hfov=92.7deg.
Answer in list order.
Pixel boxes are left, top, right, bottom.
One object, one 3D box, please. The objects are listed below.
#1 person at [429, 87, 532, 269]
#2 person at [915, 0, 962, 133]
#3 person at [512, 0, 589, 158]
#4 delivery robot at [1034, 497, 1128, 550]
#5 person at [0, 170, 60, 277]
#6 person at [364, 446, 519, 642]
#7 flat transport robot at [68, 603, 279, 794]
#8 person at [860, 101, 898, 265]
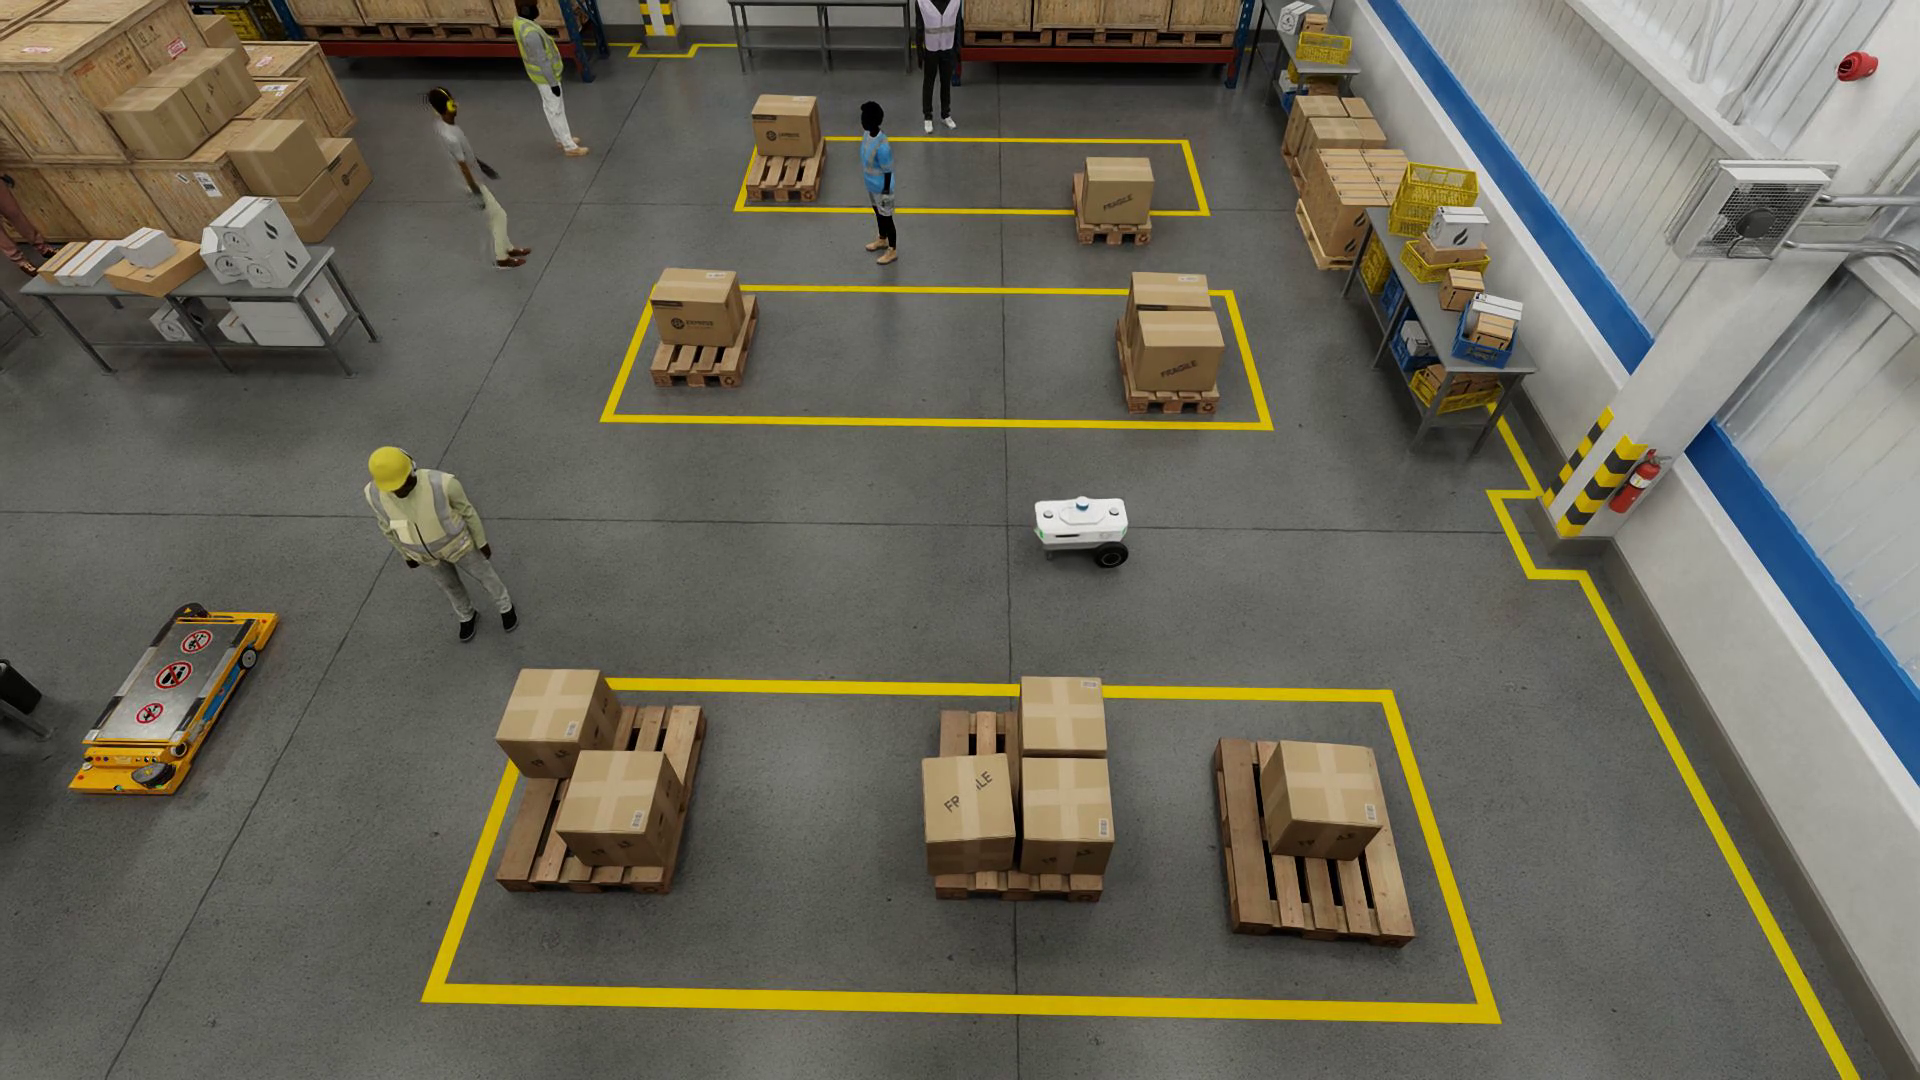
[{"bbox_3d":[-4.936,-3.715,9.467,0.457,1.850,0.544,-27,55,-21],"label":"person"},{"bbox_3d":[-0.264,-6.133,11.469,0.590,1.916,0.393,-16,52,-13],"label":"person"},{"bbox_3d":[-4.977,-5.599,11.069,0.430,1.838,0.619,-26,55,-20],"label":"person"},{"bbox_3d":[0.943,-0.144,7.227,0.707,0.478,0.477,-2,50,-2],"label":"delivery robot"},{"bbox_3d":[-10.068,-3.649,9.373,0.408,1.908,0.645,8,50,7],"label":"person"},{"bbox_3d":[-3.565,0.037,6.306,0.586,1.826,0.403,-11,51,-9],"label":"person"},{"bbox_3d":[-5.504,1.072,6.442,0.652,0.197,1.431,1,50,1],"label":"flat transport robot"},{"bbox_3d":[-0.856,-3.708,9.558,0.316,1.695,0.542,-20,53,-16],"label":"person"}]
